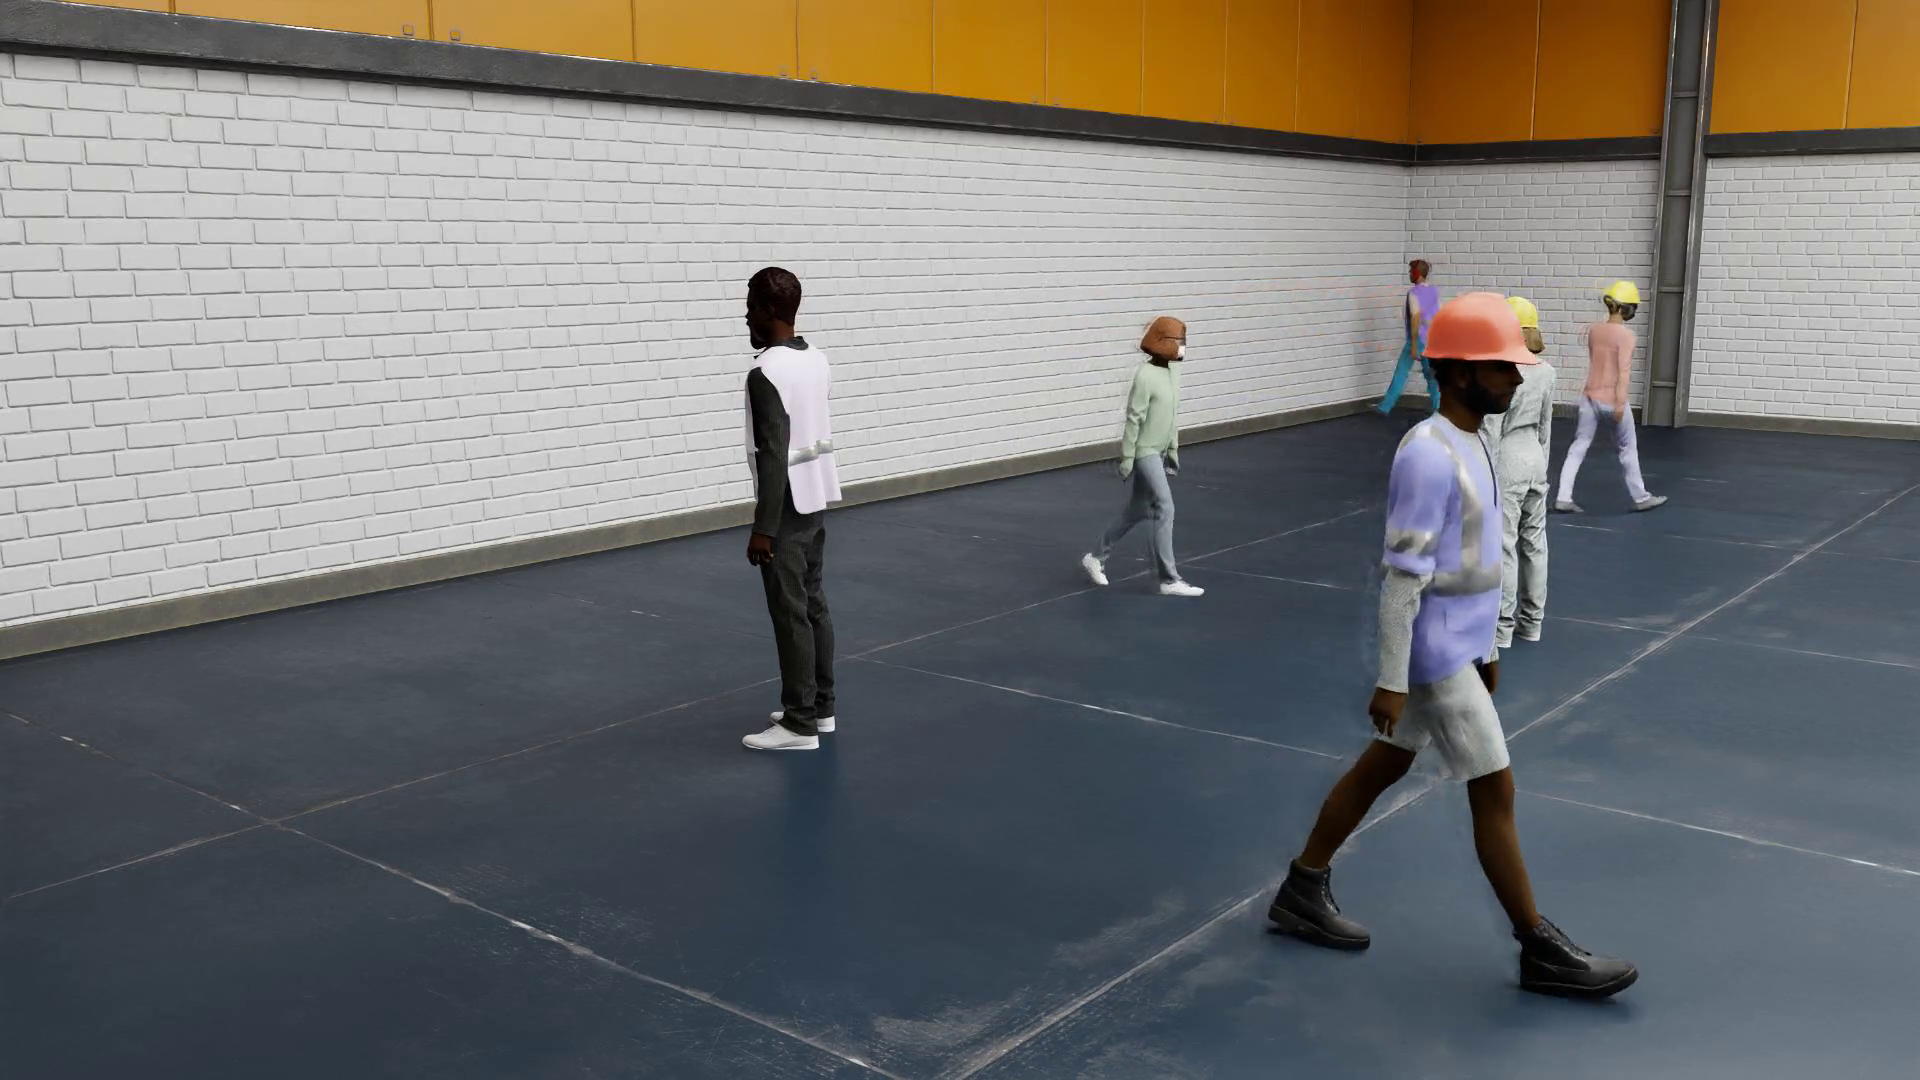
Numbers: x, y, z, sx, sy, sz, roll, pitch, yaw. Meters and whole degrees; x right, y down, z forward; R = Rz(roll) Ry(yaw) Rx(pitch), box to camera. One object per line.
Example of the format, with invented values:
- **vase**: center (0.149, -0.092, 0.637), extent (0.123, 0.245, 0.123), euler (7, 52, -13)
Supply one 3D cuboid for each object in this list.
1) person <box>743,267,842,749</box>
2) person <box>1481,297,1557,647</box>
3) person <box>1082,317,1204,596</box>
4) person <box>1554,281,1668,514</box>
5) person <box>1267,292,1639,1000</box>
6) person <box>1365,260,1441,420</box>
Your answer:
- **person**: center (-0.670, -0.119, 6.628), extent (0.373, 1.917, 0.595), euler (3, 11, 14)
- **person**: center (2.742, -0.336, 8.314), extent (0.487, 1.744, 0.312), euler (-6, 12, -30)
- **person**: center (1.032, -0.490, 9.566), extent (0.753, 1.598, 0.500), euler (5, 11, 24)
- **person**: center (4.808, -1.036, 12.262), extent (0.906, 1.717, 0.534), euler (-3, 11, -18)
- **person**: center (1.328, 0.276, 4.532), extent (1.023, 1.886, 0.558), euler (5, 11, 25)
- **person**: center (5.084, -2.237, 18.706), extent (0.582, 1.795, 0.930), euler (-10, 14, -43)
